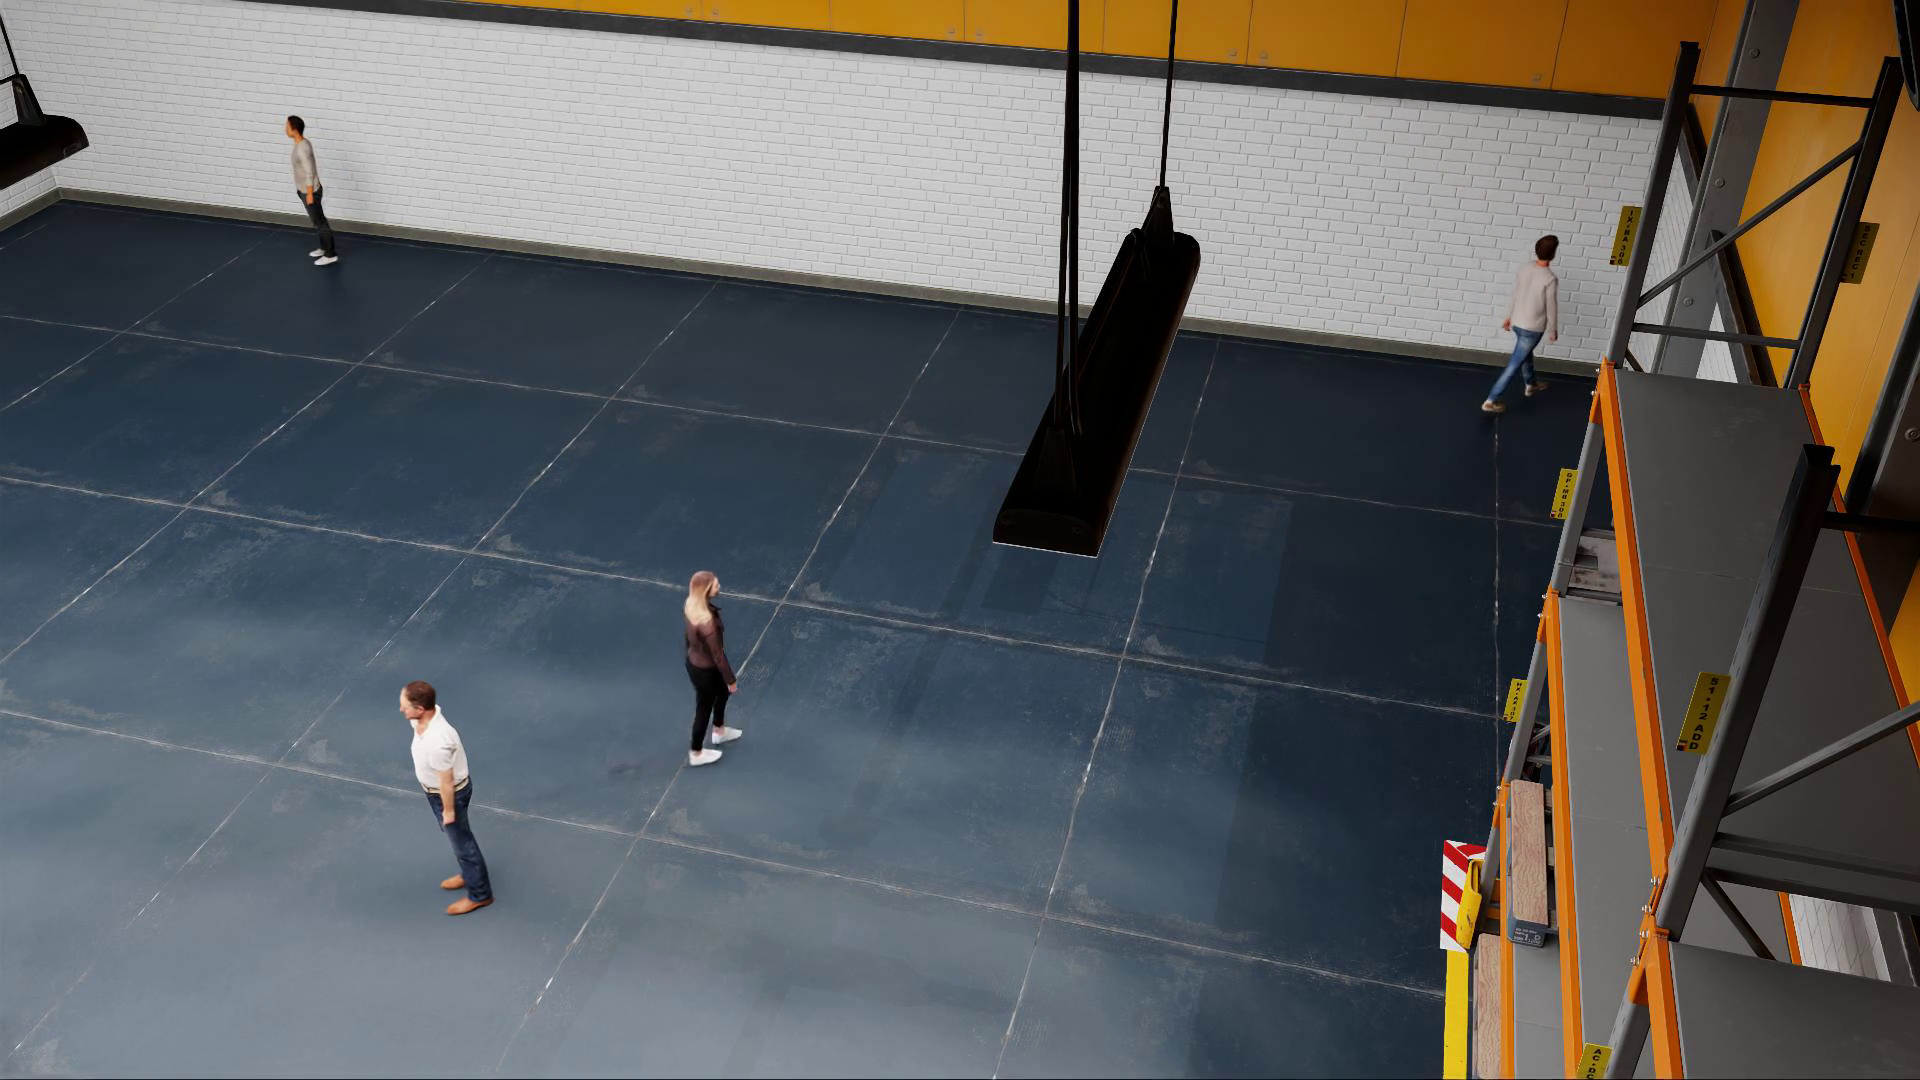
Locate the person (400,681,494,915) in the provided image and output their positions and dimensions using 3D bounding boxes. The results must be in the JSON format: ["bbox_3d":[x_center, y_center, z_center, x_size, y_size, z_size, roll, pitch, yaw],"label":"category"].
[{"bbox_3d":[-3.387,1.672,11.069,0.812,1.846,0.744,-17,37,-23],"label":"person"}]

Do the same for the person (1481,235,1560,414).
[{"bbox_3d":[5.669,-2.127,16.778,1.270,1.853,1.227,-17,37,-23],"label":"person"}]

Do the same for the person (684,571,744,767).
[{"bbox_3d":[-1.959,0.975,12.265,0.851,1.684,0.791,-12,35,-17],"label":"person"}]

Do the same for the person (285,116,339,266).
[{"bbox_3d":[-7.786,-4.209,19.948,0.794,1.812,0.704,-14,36,-20],"label":"person"}]
